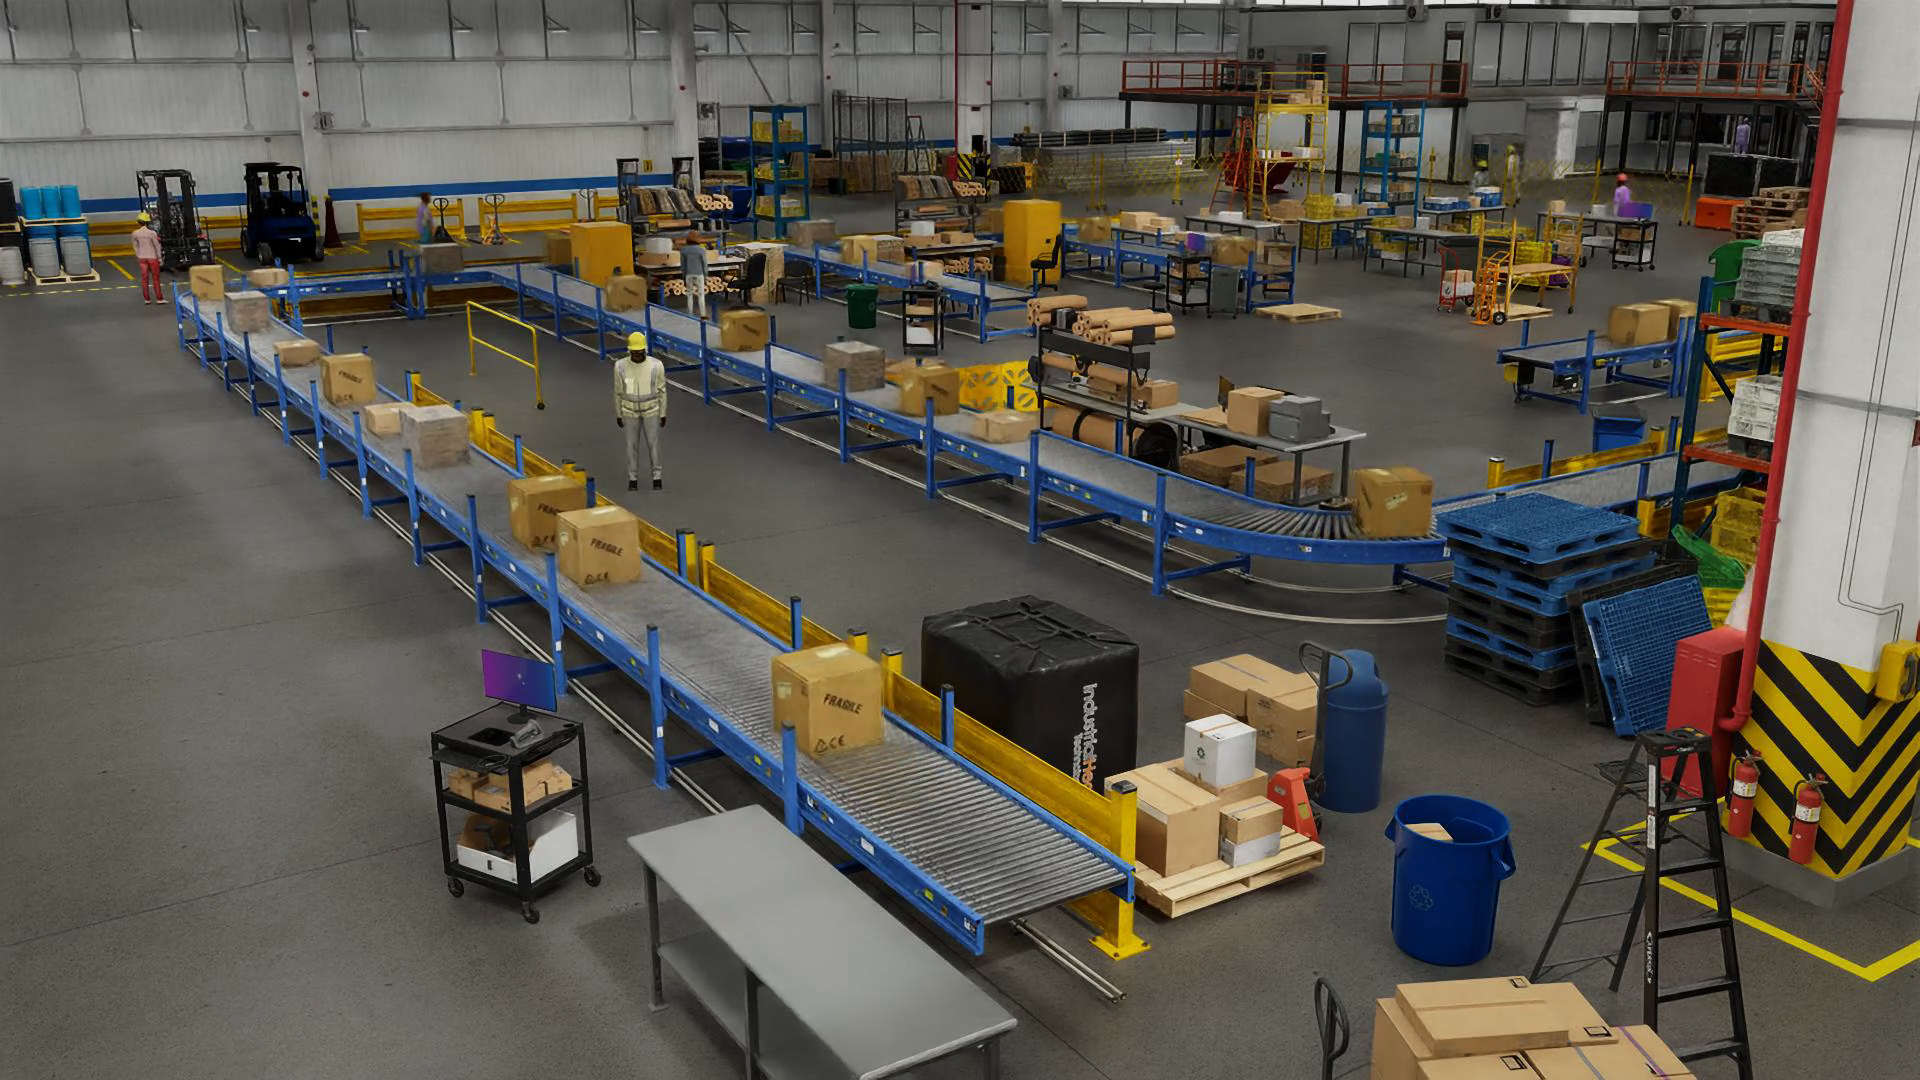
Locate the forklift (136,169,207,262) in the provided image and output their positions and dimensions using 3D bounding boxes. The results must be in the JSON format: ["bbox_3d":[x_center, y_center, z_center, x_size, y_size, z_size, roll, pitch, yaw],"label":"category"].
[{"bbox_3d":[-17.842,-7.318,37.559,1.157,1.987,2.680,-10,20,-31],"label":"forklift"}]

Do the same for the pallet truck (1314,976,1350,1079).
[{"bbox_3d":[2.299,2.390,7.086,1.601,1.201,0.680,-2,17,-7],"label":"pallet truck"}]

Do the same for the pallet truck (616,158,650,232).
[{"bbox_3d":[-8.918,-9.176,44.255,0.823,1.965,1.885,-9,19,-27],"label":"pallet truck"}]

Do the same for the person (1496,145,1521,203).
[{"bbox_3d":[17.324,-11.493,52.304,0.583,1.801,0.887,-8,19,-26],"label":"person"}]

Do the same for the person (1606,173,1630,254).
[{"bbox_3d":[15.762,-7.801,39.806,0.547,1.921,0.432,-10,19,-30],"label":"person"}]

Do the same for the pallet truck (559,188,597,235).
[{"bbox_3d":[-10.010,-8.652,43.699,0.653,1.274,1.630,-10,20,-31],"label":"pallet truck"}]

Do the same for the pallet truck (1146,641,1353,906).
[{"bbox_3d":[1.664,1.407,10.232,1.630,1.274,0.653,-10,20,-31],"label":"pallet truck"}]

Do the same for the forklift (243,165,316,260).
[{"bbox_3d":[-15.898,-7.669,38.708,1.157,1.987,2.680,-11,20,-33],"label":"forklift"}]

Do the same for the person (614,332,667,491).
[{"bbox_3d":[-3.620,-1.461,18.876,0.591,1.826,0.403,-2,17,-6],"label":"person"}]

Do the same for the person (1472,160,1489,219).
[{"bbox_3d":[14.803,-9.965,47.379,0.516,1.708,0.541,-5,17,-16],"label":"person"}]

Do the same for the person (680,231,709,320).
[{"bbox_3d":[-4.850,-4.826,30.400,0.498,1.633,0.278,2,17,5],"label":"person"}]

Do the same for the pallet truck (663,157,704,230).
[{"bbox_3d":[-7.586,-9.308,44.692,0.823,1.965,1.885,-11,20,-33],"label":"pallet truck"}]

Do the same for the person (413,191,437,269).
[{"bbox_3d":[-11.696,-6.708,36.348,0.897,1.816,0.572,-8,18,-24],"label":"person"}]

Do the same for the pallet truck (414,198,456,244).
[{"bbox_3d":[-13.250,-8.060,41.856,0.680,1.201,1.601,-10,20,-31],"label":"pallet truck"}]

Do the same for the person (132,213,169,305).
[{"bbox_3d":[-15.723,-5.449,32.250,0.525,1.769,0.314,2,17,5],"label":"person"}]

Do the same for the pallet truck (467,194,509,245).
[{"bbox_3d":[-11.983,-8.177,42.137,0.704,1.261,1.522,-11,20,-33],"label":"pallet truck"}]

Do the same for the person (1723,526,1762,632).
[{"bbox_3d":[5.374,0.783,11.358,0.977,1.860,0.644,2,17,7],"label":"person"}]
